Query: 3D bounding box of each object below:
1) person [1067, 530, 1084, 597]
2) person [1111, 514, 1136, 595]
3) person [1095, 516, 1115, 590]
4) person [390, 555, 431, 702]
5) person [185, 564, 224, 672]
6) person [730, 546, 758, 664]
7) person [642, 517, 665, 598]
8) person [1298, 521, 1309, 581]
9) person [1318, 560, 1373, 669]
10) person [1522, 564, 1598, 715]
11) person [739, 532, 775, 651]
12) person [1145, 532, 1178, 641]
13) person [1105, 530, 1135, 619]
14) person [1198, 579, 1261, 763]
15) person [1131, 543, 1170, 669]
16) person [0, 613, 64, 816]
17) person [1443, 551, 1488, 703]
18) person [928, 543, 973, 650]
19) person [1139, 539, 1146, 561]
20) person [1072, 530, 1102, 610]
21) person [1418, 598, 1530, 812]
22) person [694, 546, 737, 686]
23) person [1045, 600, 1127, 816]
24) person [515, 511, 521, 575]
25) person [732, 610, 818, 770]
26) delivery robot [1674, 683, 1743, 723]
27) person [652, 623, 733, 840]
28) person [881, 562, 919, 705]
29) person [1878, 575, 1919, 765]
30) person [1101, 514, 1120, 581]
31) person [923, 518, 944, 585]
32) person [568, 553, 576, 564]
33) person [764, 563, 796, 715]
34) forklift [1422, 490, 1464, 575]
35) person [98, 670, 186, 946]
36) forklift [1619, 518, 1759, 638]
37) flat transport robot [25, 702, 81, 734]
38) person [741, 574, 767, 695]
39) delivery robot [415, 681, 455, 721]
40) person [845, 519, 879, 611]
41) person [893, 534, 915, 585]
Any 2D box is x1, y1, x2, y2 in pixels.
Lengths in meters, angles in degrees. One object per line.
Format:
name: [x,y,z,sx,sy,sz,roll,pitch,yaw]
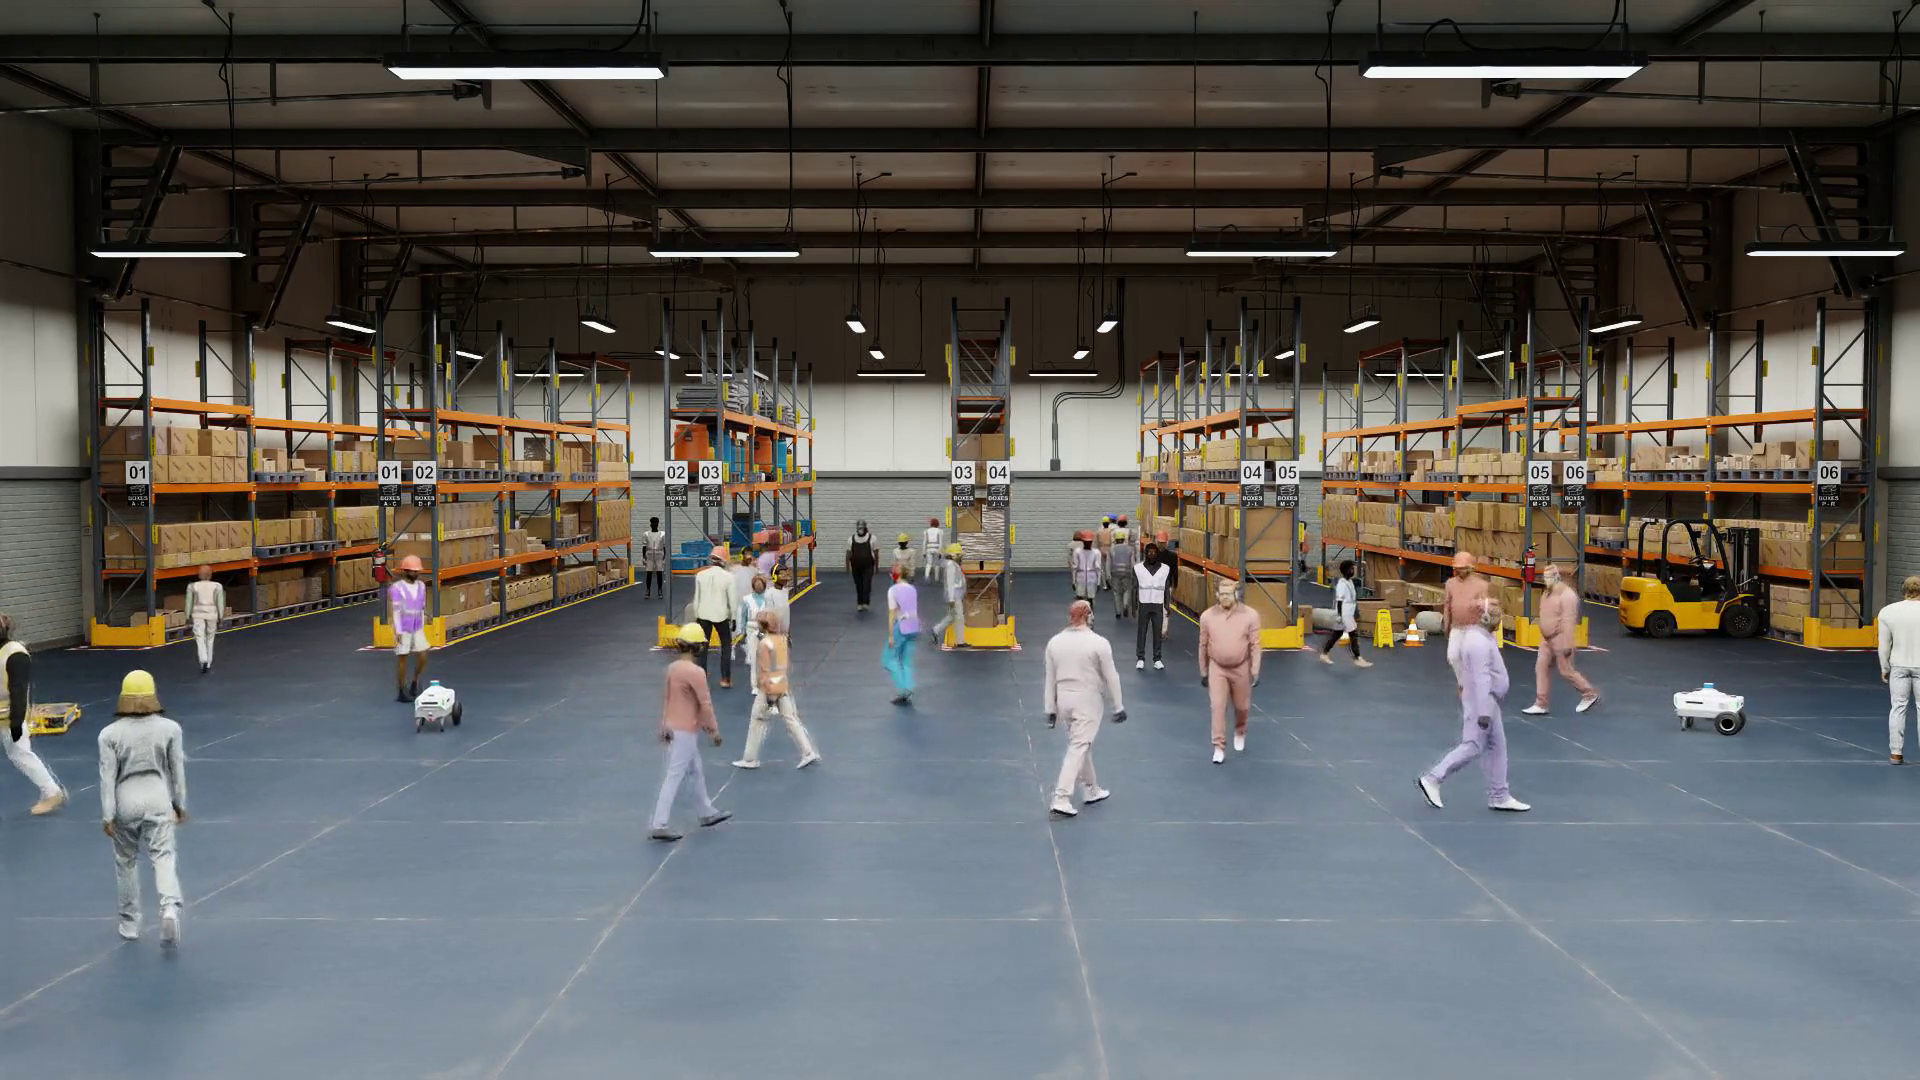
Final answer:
person: [2.845,0.577,38.971,0.522,1.617,0.352,0,2,7]
person: [3.995,0.373,39.496,0.617,2.013,0.943,0,2,7]
person: [3.769,0.334,41.516,0.619,1.913,0.413,0,2,11]
person: [-7.136,1.155,20.962,0.548,1.913,0.561,2,3,37]
person: [-11.345,1.169,24.263,0.521,1.609,0.775,-1,3,-32]
person: [-3.391,1.009,25.263,0.542,1.856,0.601,-2,3,-42]
person: [-7.334,0.422,38.776,0.600,1.959,0.376,0,2,-7]
person: [9.582,0.299,45.302,0.368,1.681,0.539,1,3,32]
person: [5.902,1.126,24.830,0.853,1.655,0.536,1,2,22]
person: [7.401,1.222,19.841,0.875,1.866,0.661,0,2,-12]
person: [-3.346,0.875,26.519,0.777,2.021,0.641,0,2,6]
person: [3.607,0.818,29.032,0.610,1.949,1.024,1,2,17]
person: [3.292,0.710,33.217,0.619,1.819,0.498,0,2,2]
person: [2.809,1.335,16.825,0.651,1.879,0.815,0,2,11]
person: [2.919,1.002,24.697,0.596,1.916,0.372,0,2,-2]
person: [-8.076,1.500,13.710,0.625,1.807,0.926,1,2,23]
person: [6.543,1.126,20.915,0.644,1.969,0.489,2,3,43]
person: [-0.160,0.947,27.401,0.710,1.812,0.599,0,2,2]
person: [5.119,0.235,44.559,0.442,1.869,0.600,0,2,-11]
person: [2.368,0.784,30.146,0.558,1.910,0.777,0,2,6]
person: [4.517,1.439,14.198,0.872,1.881,0.658,1,2,20]
person: [-3.389,1.073,22.431,0.617,1.964,0.549,1,2,13]
person: [1.068,1.455,14.167,0.649,1.855,1.015,2,3,42]
person: [-12.473,0.163,45.542,0.370,1.941,0.627,1,3,25]
person: [-1.830,1.499,16.141,0.848,1.599,0.510,1,2,21]
delivery robot: [8.608,1.891,18.582,0.707,0.478,0.477,1,3,32]
person: [-2.167,1.550,13.185,0.870,1.730,0.528,-2,3,-35]
person: [-0.752,1.203,20.657,0.454,1.827,0.606,1,3,33]
person: [9.697,1.320,16.434,0.630,1.940,0.373,2,3,41]
person: [4.207,0.209,45.032,0.644,1.899,0.967,1,3,26]
person: [-0.755,0.317,43.222,0.589,1.835,0.934,1,2,16]
person: [-11.239,0.177,46.551,0.404,1.830,0.588,0,2,-7]
person: [-2.240,1.218,20.019,0.321,1.865,0.516,1,2,23]
forklift: [13.926,-0.371,47.846,1.873,2.768,1.129,0,2,0]
person: [-5.125,1.681,10.151,0.491,1.720,0.769,-2,3,-36]
forklift: [13.417,0.684,29.791,2.313,2.155,1.214,0,2,0]
flat transport robot: [-10.700,2.069,18.789,0.652,0.197,1.431,-1,2,-22]
person: [-2.706,1.261,21.876,0.526,1.617,0.634,0,2,-5]
delivery robot: [-6.112,1.882,18.804,0.477,0.478,0.707,0,2,-8]
person: [-2.147,0.556,34.920,0.707,2.000,0.991,0,2,8]
person: [-1.174,0.742,33.609,0.528,1.731,0.770,1,2,14]
